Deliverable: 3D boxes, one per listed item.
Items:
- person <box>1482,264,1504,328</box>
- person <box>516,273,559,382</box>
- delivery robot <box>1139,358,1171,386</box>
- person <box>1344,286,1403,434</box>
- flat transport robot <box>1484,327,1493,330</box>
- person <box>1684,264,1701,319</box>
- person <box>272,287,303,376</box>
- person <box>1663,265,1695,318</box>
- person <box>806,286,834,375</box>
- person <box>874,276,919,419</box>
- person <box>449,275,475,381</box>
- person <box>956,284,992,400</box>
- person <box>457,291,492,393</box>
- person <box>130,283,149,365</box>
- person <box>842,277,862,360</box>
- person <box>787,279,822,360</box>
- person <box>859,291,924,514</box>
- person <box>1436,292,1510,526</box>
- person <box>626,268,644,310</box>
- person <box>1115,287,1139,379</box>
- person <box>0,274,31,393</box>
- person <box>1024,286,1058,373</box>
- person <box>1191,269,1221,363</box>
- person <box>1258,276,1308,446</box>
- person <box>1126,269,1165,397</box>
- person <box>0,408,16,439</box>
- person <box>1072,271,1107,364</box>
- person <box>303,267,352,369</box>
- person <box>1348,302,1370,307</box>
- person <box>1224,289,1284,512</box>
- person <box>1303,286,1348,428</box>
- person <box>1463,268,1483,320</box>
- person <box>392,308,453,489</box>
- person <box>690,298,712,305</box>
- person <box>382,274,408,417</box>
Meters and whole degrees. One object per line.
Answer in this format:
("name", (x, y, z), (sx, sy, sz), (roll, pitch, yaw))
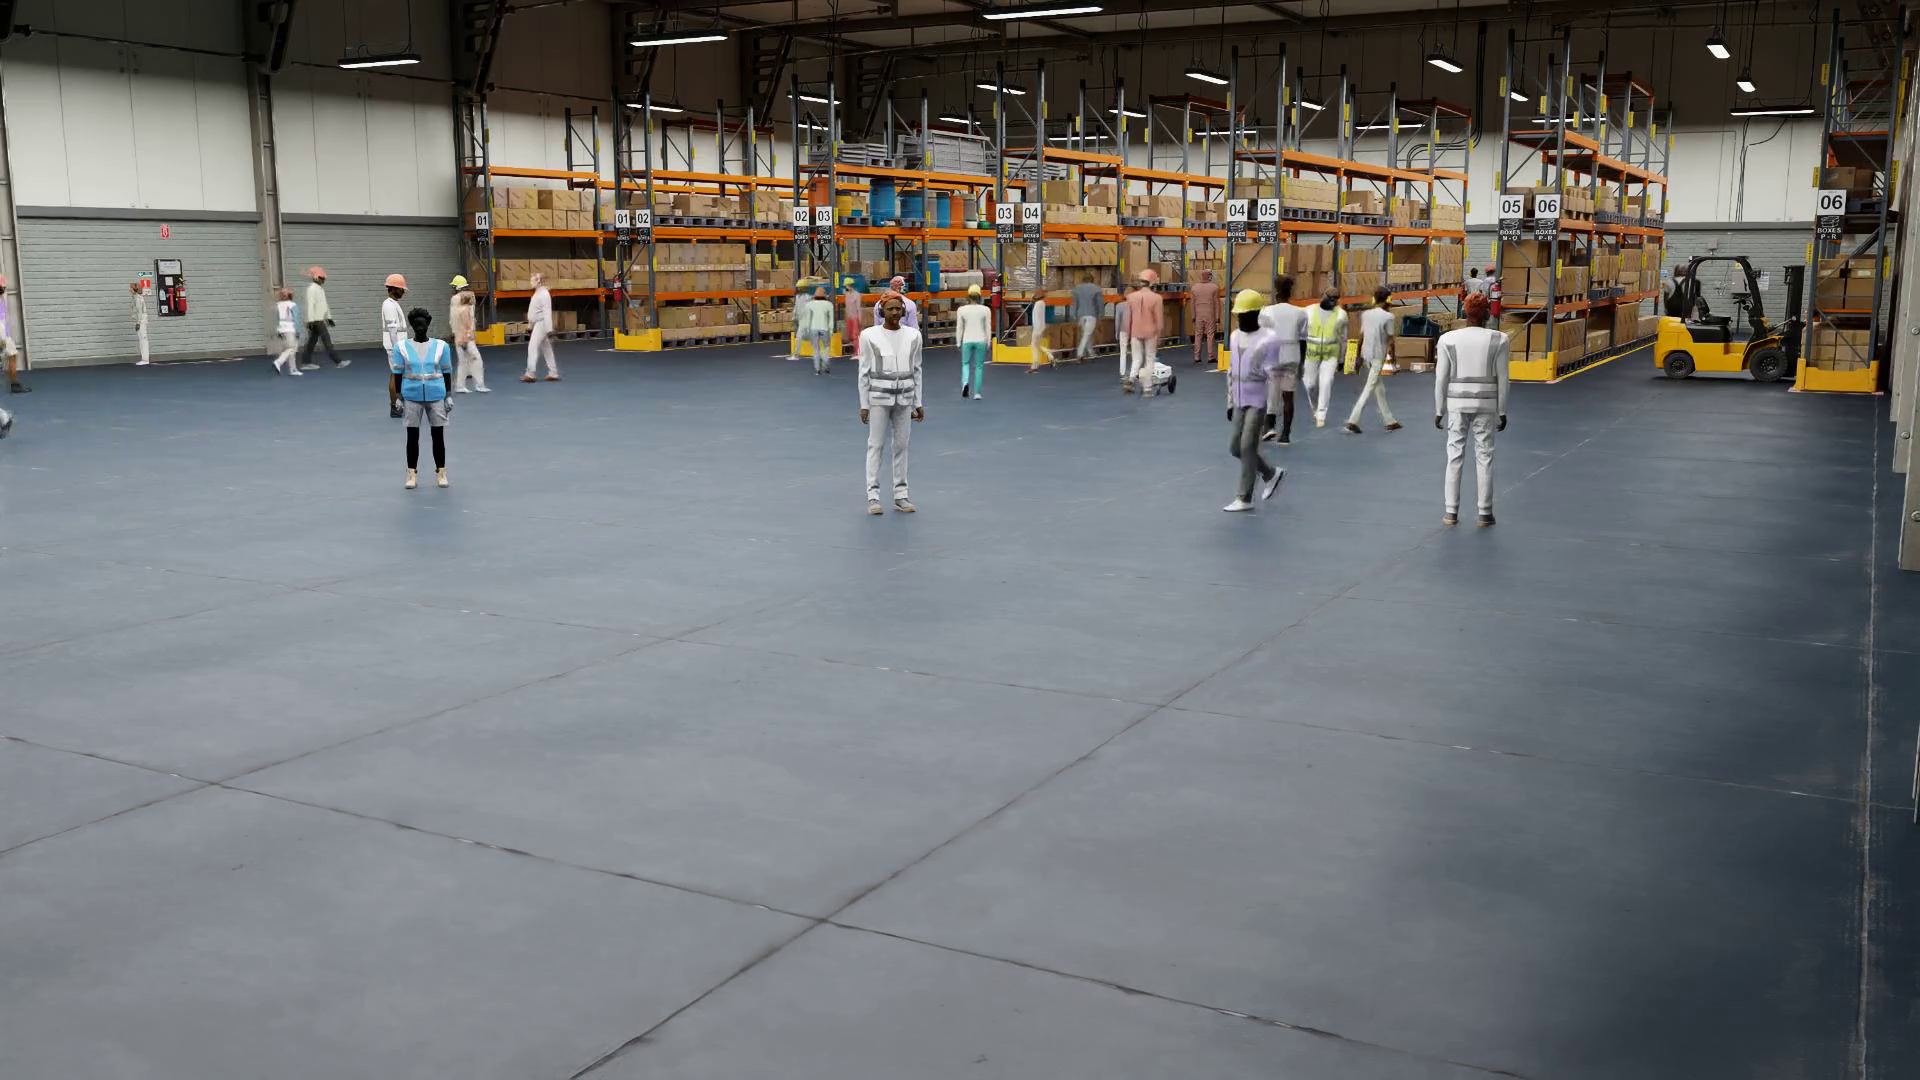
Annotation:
("person", (14.494, -6.505, 45.147), (0.621, 1.991, 1.093), (-5, 11, -27))
("person", (-7.379, -3.662, 28.775), (0.871, 1.875, 0.651), (-4, 10, -20))
("delivery robot", (3.100, -2.641, 26.370), (0.477, 0.478, 0.707), (4, 11, 24))
("person", (5.101, -2.207, 20.469), (0.974, 1.812, 0.541), (-5, 11, -28))
("flat transport robot", (13.941, -5.758, 45.725), (1.431, 0.197, 0.652), (8, 12, 38))
("person", (18.042, -5.858, 41.328), (0.608, 1.971, 0.465), (2, 10, 14))
("person", (-12.214, -3.766, 30.110), (0.524, 1.618, 0.627), (6, 11, 32))
("person", (17.110, -5.596, 39.601), (0.680, 2.000, 1.055), (5, 11, 25))
("person", (-2.580, -3.855, 30.650), (0.516, 1.620, 0.392), (0, 10, 0))
("person", (-0.822, -2.572, 22.292), (0.655, 1.906, 0.407), (5, 11, 27))
("person", (-8.713, -3.697, 29.082), (0.404, 1.837, 0.594), (3, 10, 17))
("person", (0.214, -2.990, 25.190), (0.535, 1.757, 0.426), (1, 10, 6))
("person", (-7.702, -3.127, 26.348), (0.672, 1.613, 0.530), (-3, 10, -16))
("person", (-16.420, -4.319, 33.294), (0.310, 1.642, 0.514), (-4, 10, -22))
("person", (-2.208, -4.674, 35.138), (0.468, 1.734, 0.599), (-9, 13, -43))
("person", (-3.261, -4.639, 34.998), (0.888, 1.701, 0.488), (-6, 12, -33))
("person", (-0.579, -1.161, 14.100), (0.574, 1.882, 0.358), (-4, 10, -22))
("person", (4.138, -1.051, 13.453), (0.572, 1.883, 0.355), (4, 10, 21))
("person", (-8.455, -6.123, 43.190), (0.532, 1.868, 0.309), (4, 10, 21))
("person", (2.991, -3.659, 29.453), (0.501, 1.632, 0.280), (1, 10, 7))
("person", (-15.206, -3.238, 26.188), (0.551, 1.910, 0.845), (7, 12, 36))
("person", (1.496, -3.918, 30.979), (0.545, 1.617, 0.518), (3, 10, 15))
("person", (5.050, -4.587, 34.072), (0.651, 1.913, 0.410), (6, 11, 30))
("person", (3.689, -2.050, 19.108), (0.619, 1.951, 0.435), (-1, 10, -5))
("person", (2.852, -3.187, 25.680), (0.636, 1.974, 0.519), (6, 11, 32))
("person", (-11.399, -2.026, 19.351), (0.610, 1.813, 0.445), (6, 12, 33))
("person", (2.573, -4.518, 33.785), (0.640, 1.891, 1.041), (7, 12, 35))
("person", (-12.207, -4.242, 31.922), (1.003, 1.941, 0.634), (-1, 10, -7))
("person", (10.842, -6.402, 45.034), (0.994, 1.793, 0.587), (-8, 12, -38))
("person", (2.541, -1.194, 14.240), (0.610, 1.902, 0.617), (-6, 11, -31))
("person", (4.649, -2.360, 21.361), (0.630, 1.803, 0.726), (2, 10, 14))
("person", (13.795, -6.375, 44.703), (0.515, 1.860, 0.325), (3, 10, 19))
("person", (-5.030, -1.325, 15.604), (0.542, 1.695, 0.316), (-3, 10, -18))
("person", (-6.769, -6.214, 43.653), (0.600, 1.896, 0.740), (3, 10, 19))
("person", (-7.614, -2.622, 22.508), (0.363, 1.933, 0.543), (-3, 10, -17))
